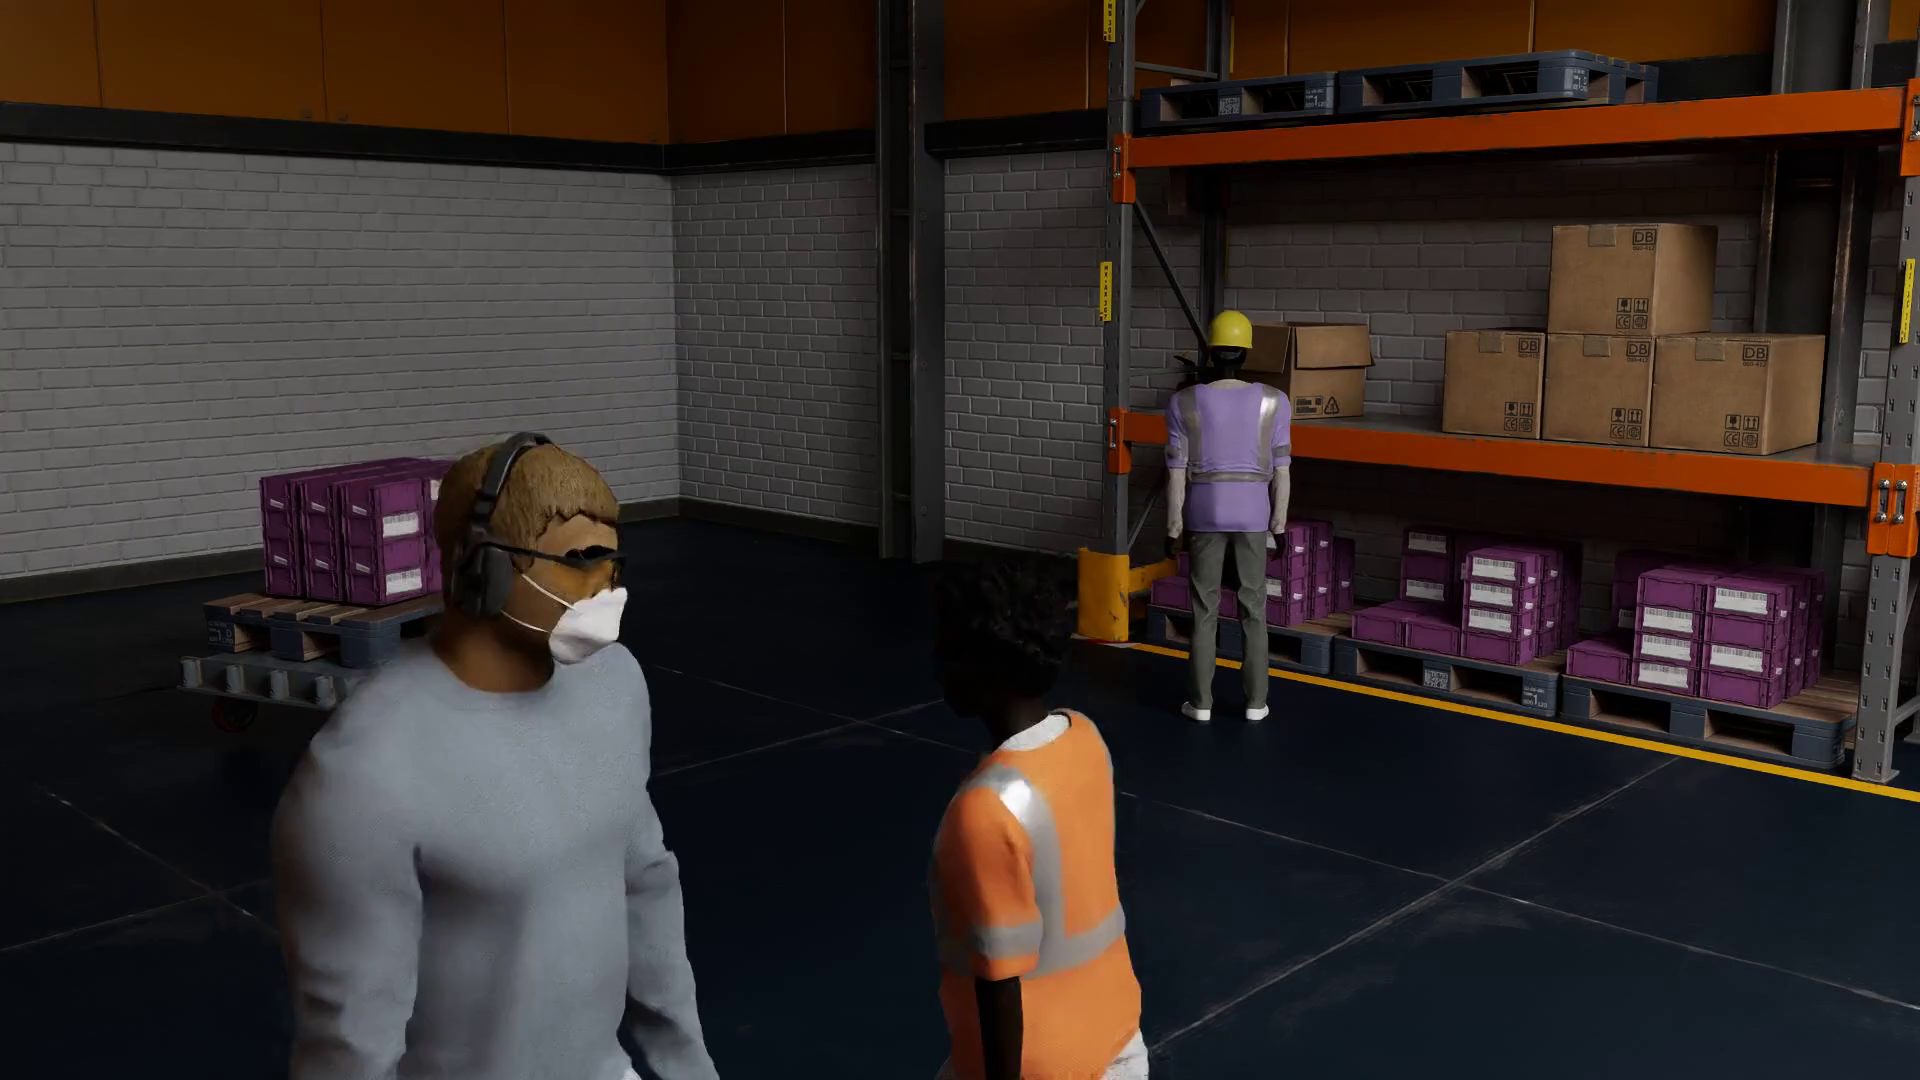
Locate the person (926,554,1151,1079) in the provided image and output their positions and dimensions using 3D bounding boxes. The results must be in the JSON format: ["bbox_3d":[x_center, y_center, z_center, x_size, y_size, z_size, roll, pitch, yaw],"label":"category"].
[{"bbox_3d":[0.090,0.839,2.853,0.899,1.643,0.542,5,11,30],"label":"person"}]

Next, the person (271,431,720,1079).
[{"bbox_3d":[-0.589,0.812,2.213,0.454,1.917,0.641,4,10,23],"label":"person"}]

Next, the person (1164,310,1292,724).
[{"bbox_3d":[1.236,-0.096,7.744,0.585,1.929,0.375,1,9,3],"label":"person"}]
